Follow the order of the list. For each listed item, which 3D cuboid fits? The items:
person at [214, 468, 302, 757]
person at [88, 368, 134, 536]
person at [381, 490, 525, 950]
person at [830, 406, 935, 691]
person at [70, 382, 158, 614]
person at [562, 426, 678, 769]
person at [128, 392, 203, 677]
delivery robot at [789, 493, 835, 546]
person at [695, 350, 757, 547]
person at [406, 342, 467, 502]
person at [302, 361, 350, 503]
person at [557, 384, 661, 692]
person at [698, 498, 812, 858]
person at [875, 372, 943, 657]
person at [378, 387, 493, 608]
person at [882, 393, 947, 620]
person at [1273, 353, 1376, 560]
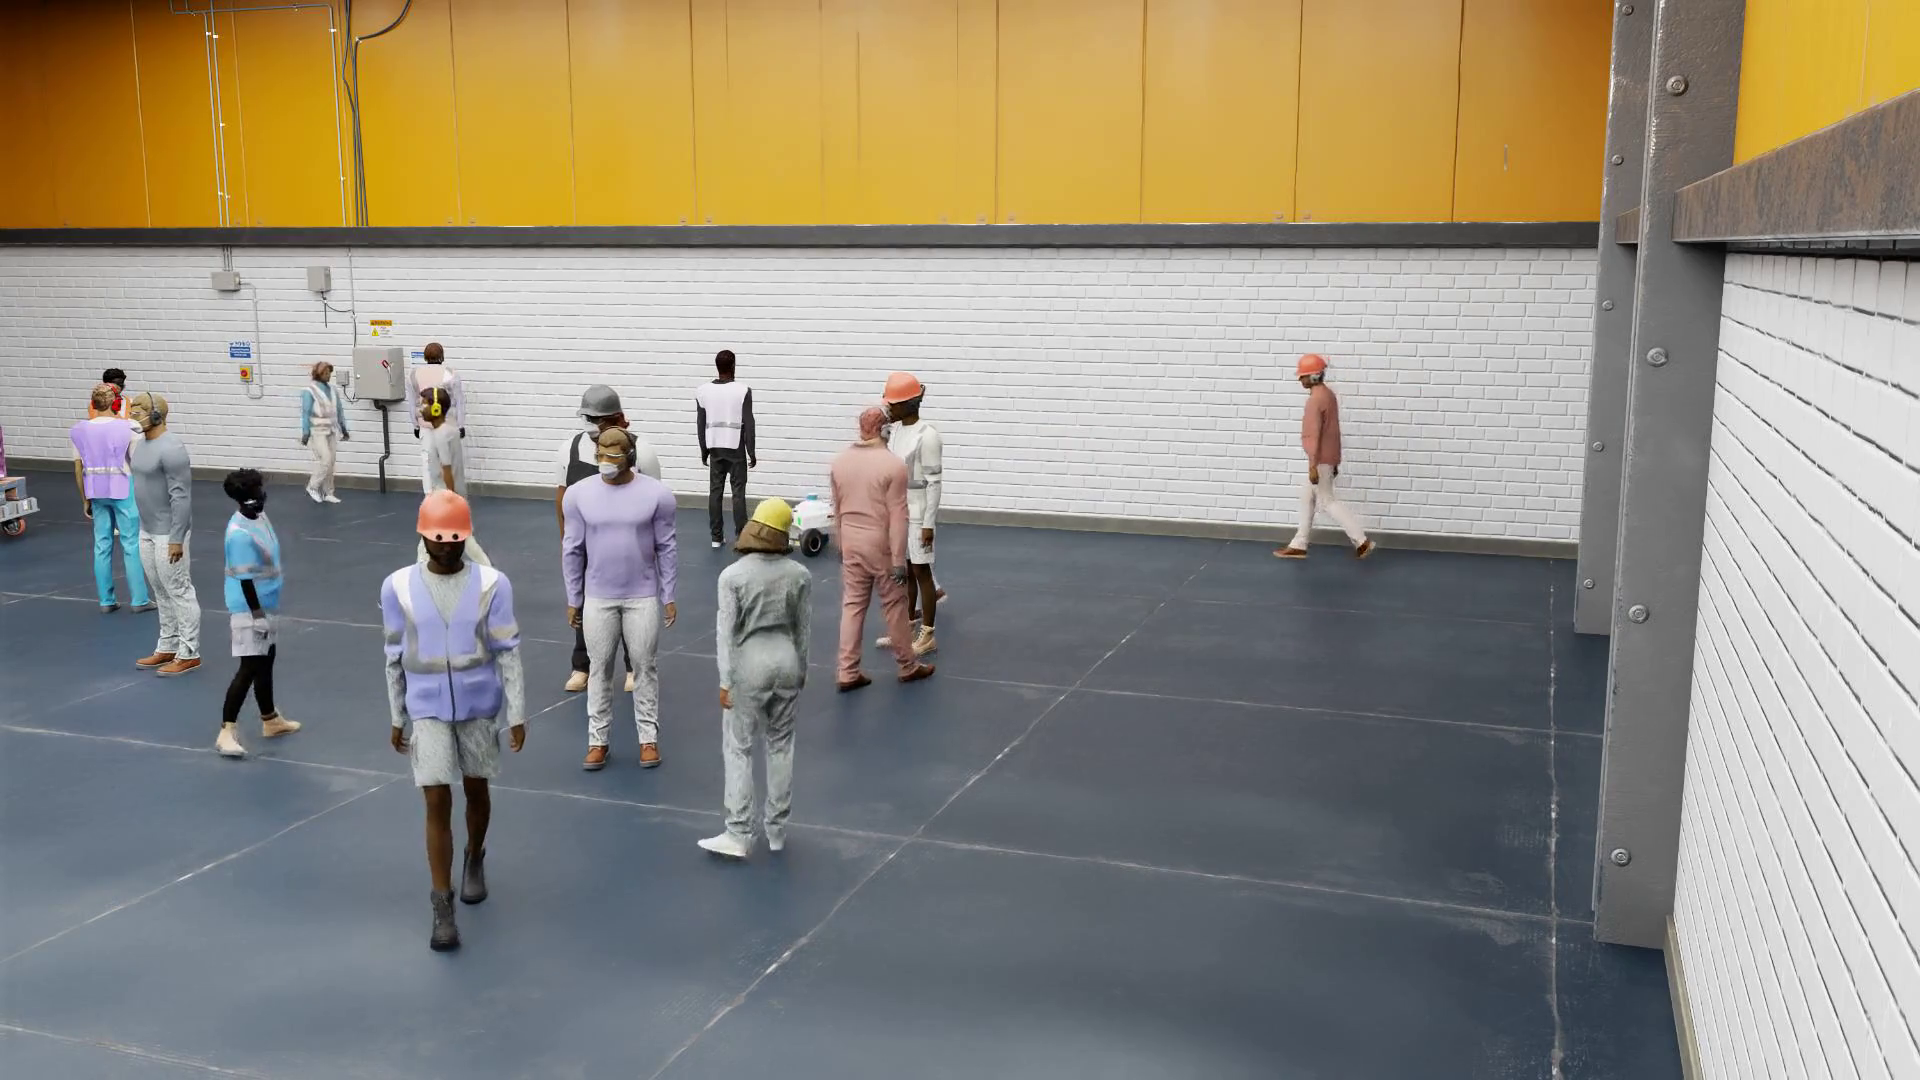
[{"bbox_3d":[-4.124,0.401,9.622,0.398,1.663,0.649,-3,10,-14],"label":"person"},{"bbox_3d":[-8.533,-0.897,16.851,0.321,1.692,0.529,6,12,30],"label":"person"},{"bbox_3d":[-2.168,0.722,7.152,0.564,1.903,0.819,-3,11,-17],"label":"person"},{"bbox_3d":[-0.547,0.051,11.004,0.686,1.893,0.656,7,12,36],"label":"person"},{"bbox_3d":[-6.695,-0.319,13.161,0.566,1.846,0.389,0,10,0],"label":"person"},{"bbox_3d":[-1.890,0.323,9.296,0.631,1.936,0.362,-1,10,-7],"label":"person"},{"bbox_3d":[-5.442,-0.043,11.349,0.630,1.940,0.371,9,13,41],"label":"person"},{"bbox_3d":[-1.409,-0.202,15.877,0.477,0.478,0.707,8,13,38],"label":"delivery robot"},{"bbox_3d":[-2.255,-0.874,16.086,0.587,1.920,0.390,3,10,15],"label":"person"},{"bbox_3d":[-5.841,-1.290,18.644,0.626,1.846,0.429,0,10,1],"label":"person"},{"bbox_3d":[-7.175,-1.206,18.780,0.368,1.624,0.534,3,10,16],"label":"person"},{"bbox_3d":[-2.315,-0.009,10.873,0.681,2.000,0.536,1,10,5],"label":"person"},{"bbox_3d":[-0.972,0.661,8.053,0.592,1.698,0.446,-6,12,-31],"label":"person"},{"bbox_3d":[-0.371,-0.178,11.848,0.400,2.033,0.605,-6,12,-30],"label":"person"},{"bbox_3d":[-4.088,-0.300,13.139,1.008,1.820,0.543,-1,10,-6],"label":"person"},{"bbox_3d":[-0.374,-0.280,12.966,0.469,1.843,0.564,-1,10,-4],"label":"person"},{"bbox_3d":[3.405,-0.746,15.315,0.912,1.950,0.623,5,11,24],"label":"person"}]
